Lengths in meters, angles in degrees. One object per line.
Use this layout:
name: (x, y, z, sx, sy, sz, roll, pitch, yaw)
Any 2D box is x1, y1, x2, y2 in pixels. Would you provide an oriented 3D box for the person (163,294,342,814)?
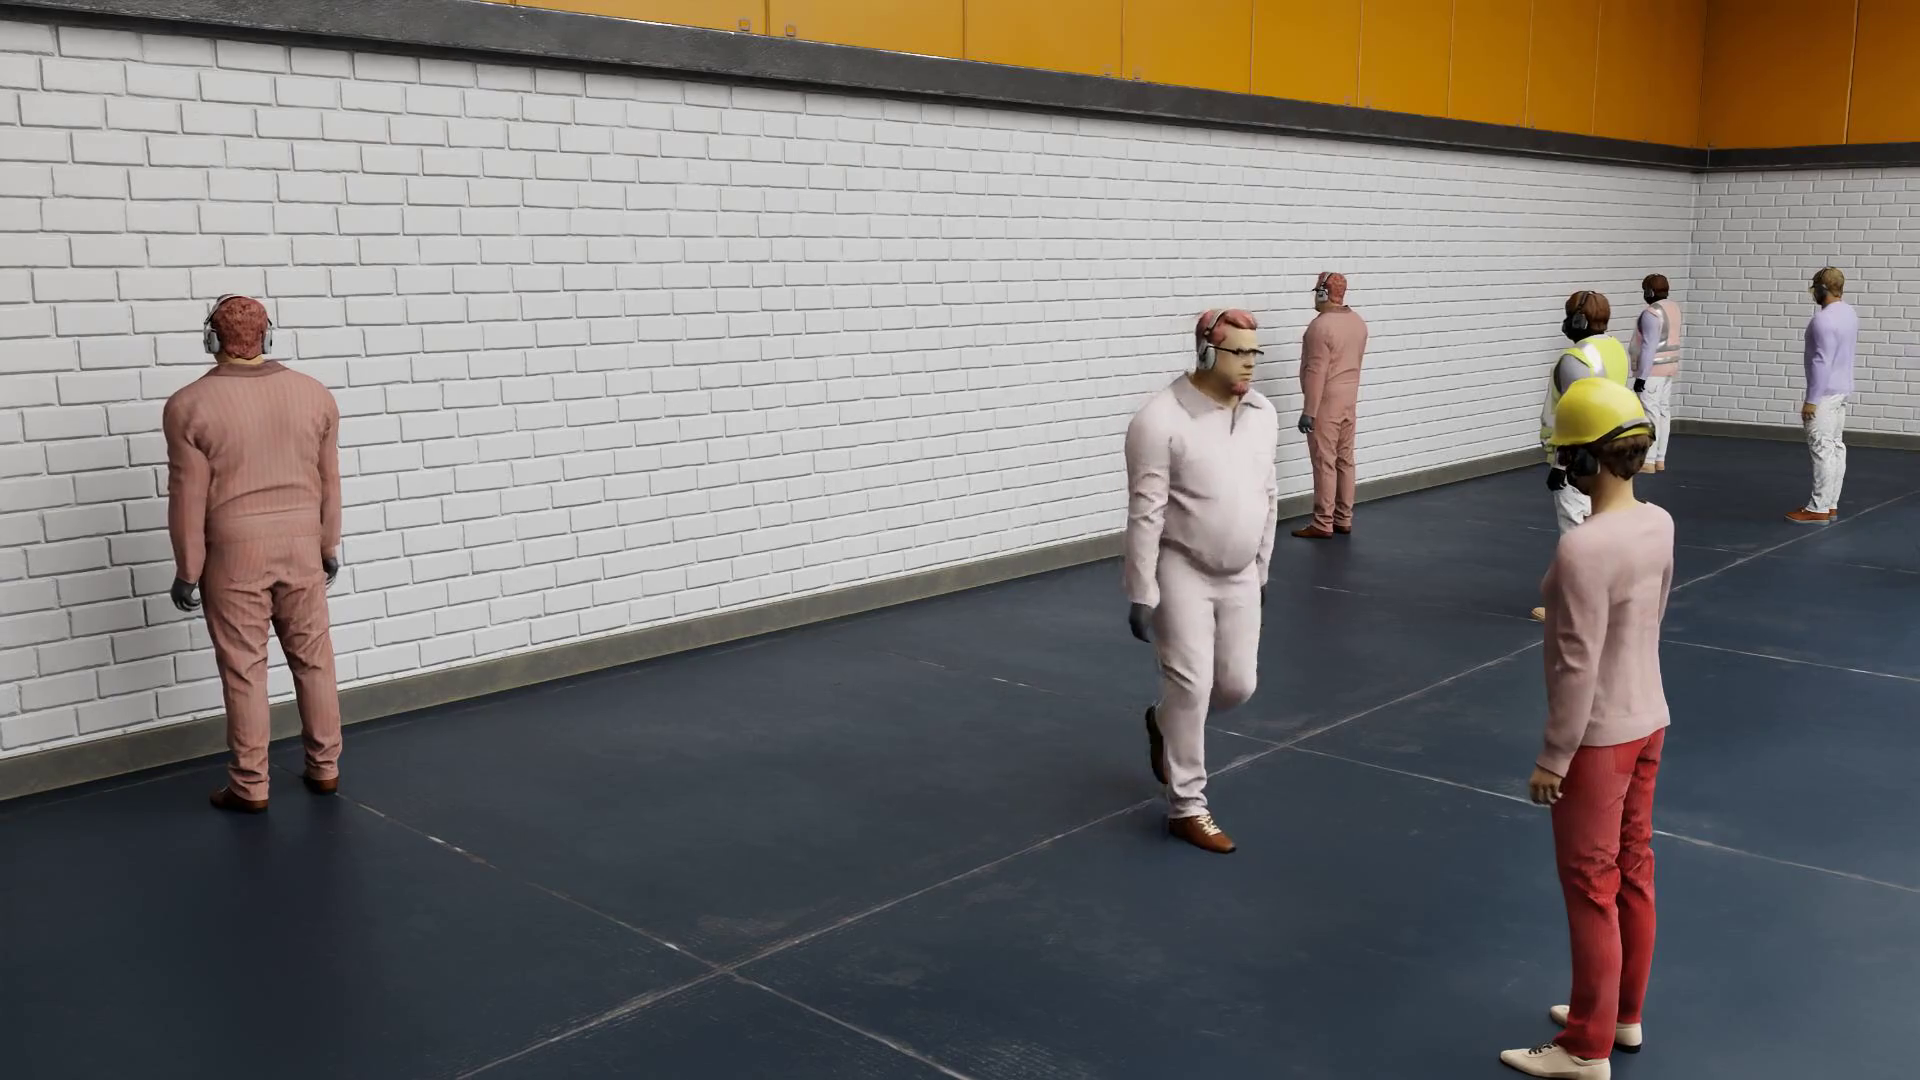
person: (-2.605, 0.053, 6.158, 0.403, 1.911, 0.637, 10, 14, 43)

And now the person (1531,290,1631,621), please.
person: (3.436, -0.455, 9.237, 0.430, 1.845, 0.619, 10, 14, 43)

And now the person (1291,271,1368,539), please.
person: (2.628, -0.961, 11.934, 0.403, 1.910, 0.637, 10, 14, 43)

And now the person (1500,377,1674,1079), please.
person: (1.572, 0.480, 4.146, 0.329, 1.763, 0.523, 10, 14, 43)

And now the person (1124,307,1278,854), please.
person: (0.821, 0.112, 5.906, 0.677, 1.882, 0.646, -6, 12, -30)

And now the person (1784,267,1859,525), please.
person: (6.512, -1.080, 12.532, 0.374, 1.936, 0.627, 10, 14, 43)

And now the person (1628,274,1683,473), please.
person: (6.409, -1.537, 15.415, 0.430, 1.840, 0.619, 10, 14, 43)
